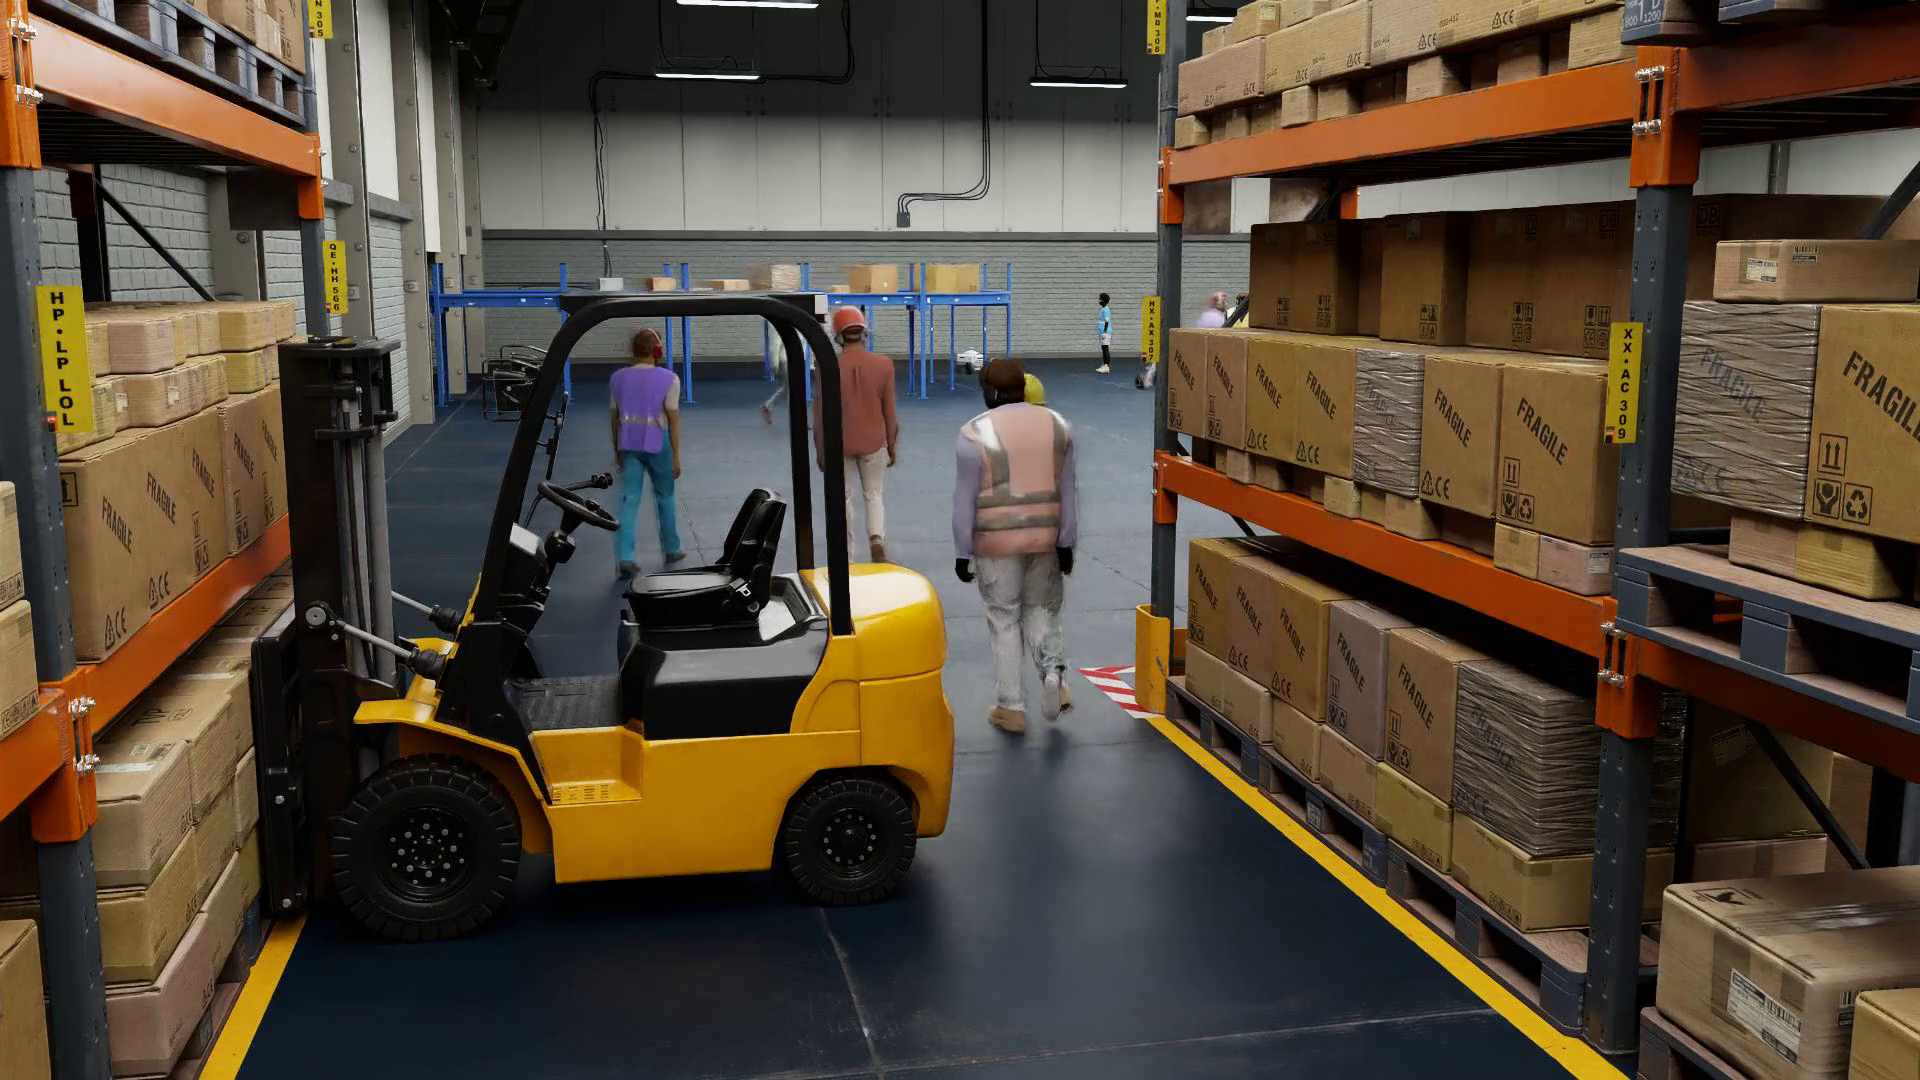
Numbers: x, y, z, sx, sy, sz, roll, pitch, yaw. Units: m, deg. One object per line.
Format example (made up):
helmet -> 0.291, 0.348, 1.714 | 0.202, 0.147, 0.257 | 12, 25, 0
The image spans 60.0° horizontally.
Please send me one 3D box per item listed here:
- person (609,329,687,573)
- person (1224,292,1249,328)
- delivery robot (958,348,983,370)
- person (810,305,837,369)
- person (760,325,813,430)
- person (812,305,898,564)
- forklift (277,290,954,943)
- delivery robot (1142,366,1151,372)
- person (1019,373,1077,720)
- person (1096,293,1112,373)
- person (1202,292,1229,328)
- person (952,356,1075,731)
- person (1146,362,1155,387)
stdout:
person -> -2.332, -0.670, 12.386 | 0.581, 1.799, 0.955 | 2, 10, 12
person -> 4.659, -3.186, 27.566 | 0.625, 1.846, 0.429 | 2, 10, 13
delivery robot -> 0.248, -3.853, 35.397 | 0.477, 0.478, 0.707 | -6, 11, -32
person -> -2.959, -4.530, 36.534 | 0.859, 1.594, 0.509 | 2, 10, 12
person -> -2.451, -2.509, 23.286 | 0.893, 1.911, 0.631 | 5, 11, 28
person -> -0.751, -0.703, 12.029 | 0.631, 1.973, 0.571 | -2, 10, -14
forklift -> -1.179, 0.175, 6.143 | 2.313, 2.155, 1.214 | -2, 10, -12
delivery robot -> 3.624, -3.213, 30.703 | 0.335, 0.223, 0.698 | -5, 11, -27
person -> 0.339, 0.050, 8.203 | 0.492, 1.729, 0.645 | -1, 9, -4
person -> 3.086, -4.441, 35.665 | 0.316, 1.696, 0.540 | 0, 9, -2
person -> 3.715, -2.605, 23.878 | 0.443, 1.889, 0.675 | -1, 9, -4
person -> 0.252, 0.026, 8.087 | 0.648, 1.818, 0.435 | -6, 11, -30
person -> 3.706, -3.622, 30.288 | 0.637, 1.820, 0.634 | -5, 10, -27
